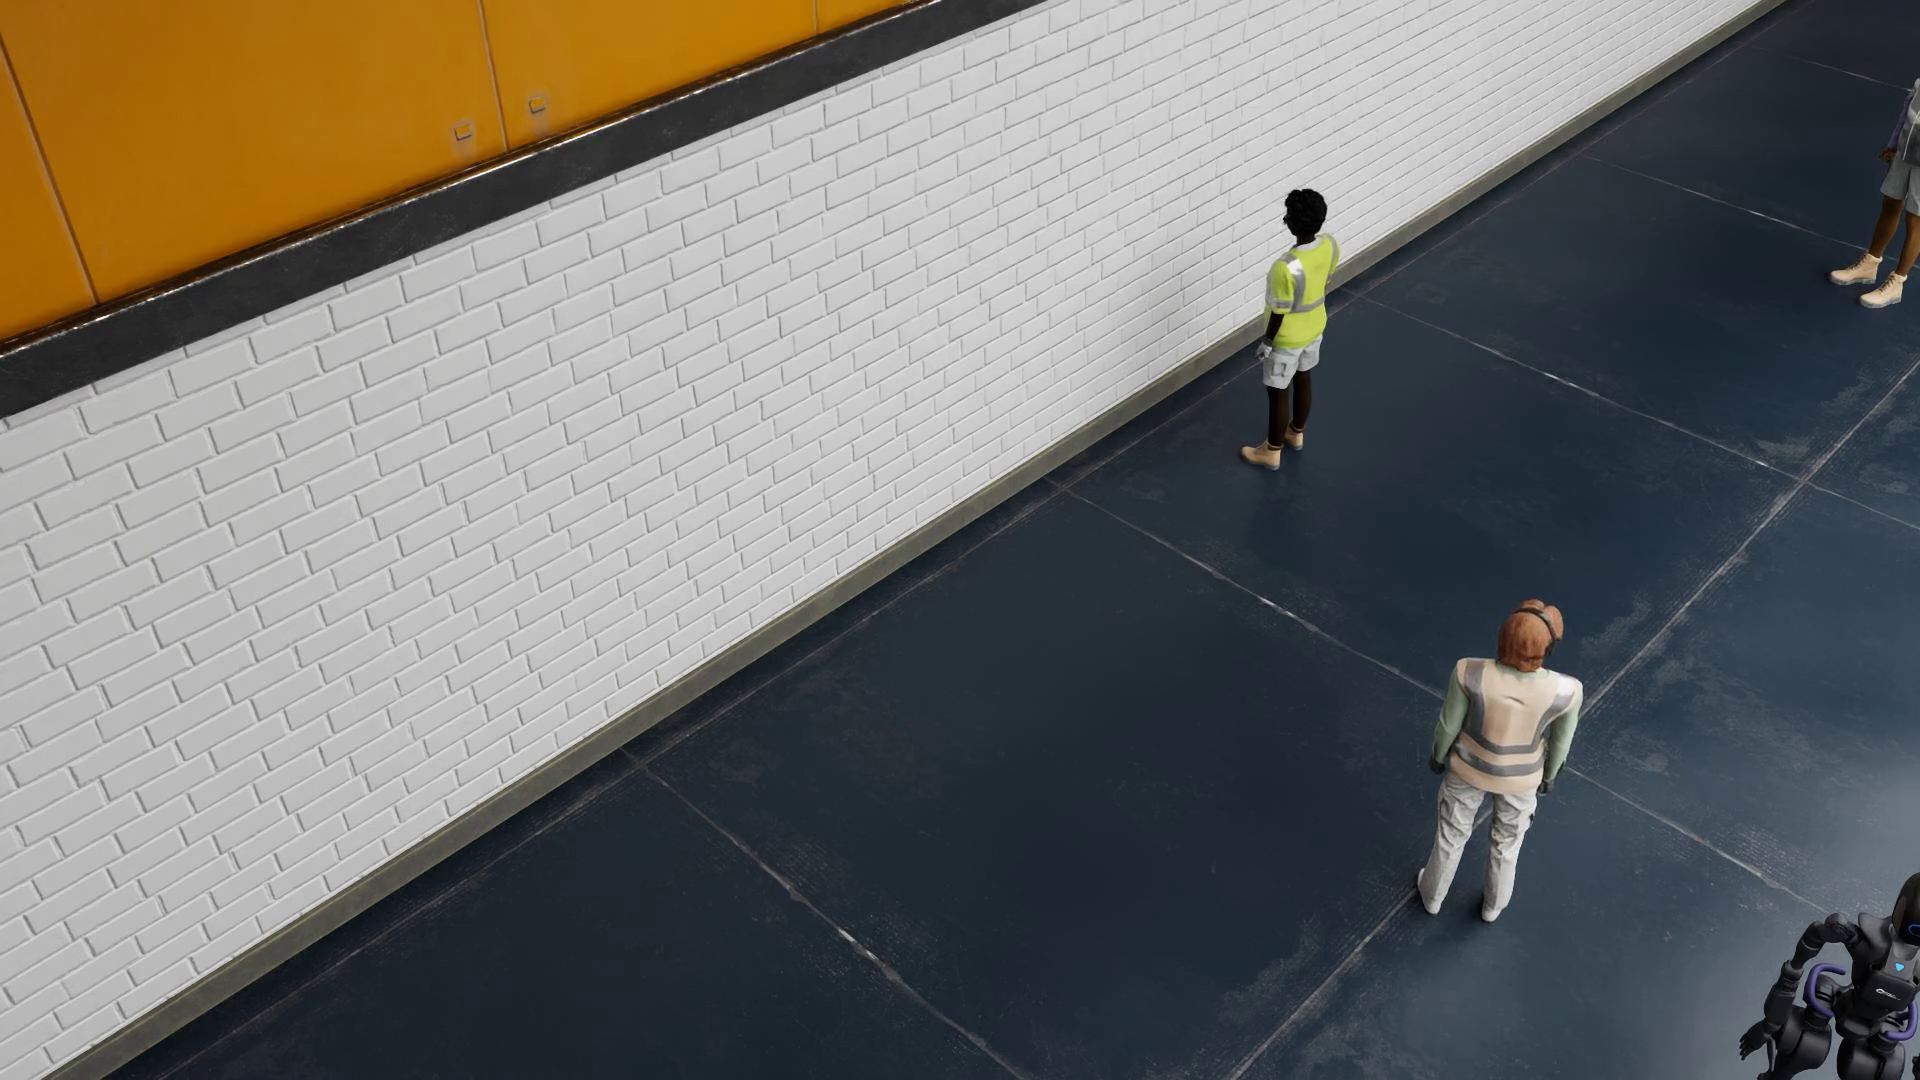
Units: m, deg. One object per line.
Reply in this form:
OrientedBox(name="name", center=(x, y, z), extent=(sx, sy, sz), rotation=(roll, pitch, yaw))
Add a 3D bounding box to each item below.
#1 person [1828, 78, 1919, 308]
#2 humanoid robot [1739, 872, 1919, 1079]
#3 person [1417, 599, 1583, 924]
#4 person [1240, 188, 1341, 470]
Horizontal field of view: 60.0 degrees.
OrientedBox(name="person", center=(6.109, -2.447, 10.560), extent=(0.374, 2.044, 0.604), rotation=(-7, 39, -9))
OrientedBox(name="humanoid robot", center=(3.020, 1.701, 5.654), extent=(0.599, 1.657, 0.315), rotation=(17, 42, 20))
OrientedBox(name="person", center=(2.139, 0.920, 6.673), extent=(0.514, 1.635, 0.313), rotation=(10, 40, 12))
OrientedBox(name="person", center=(1.840, -1.164, 9.232), extent=(0.319, 1.695, 0.531), rotation=(30, 48, 32))
